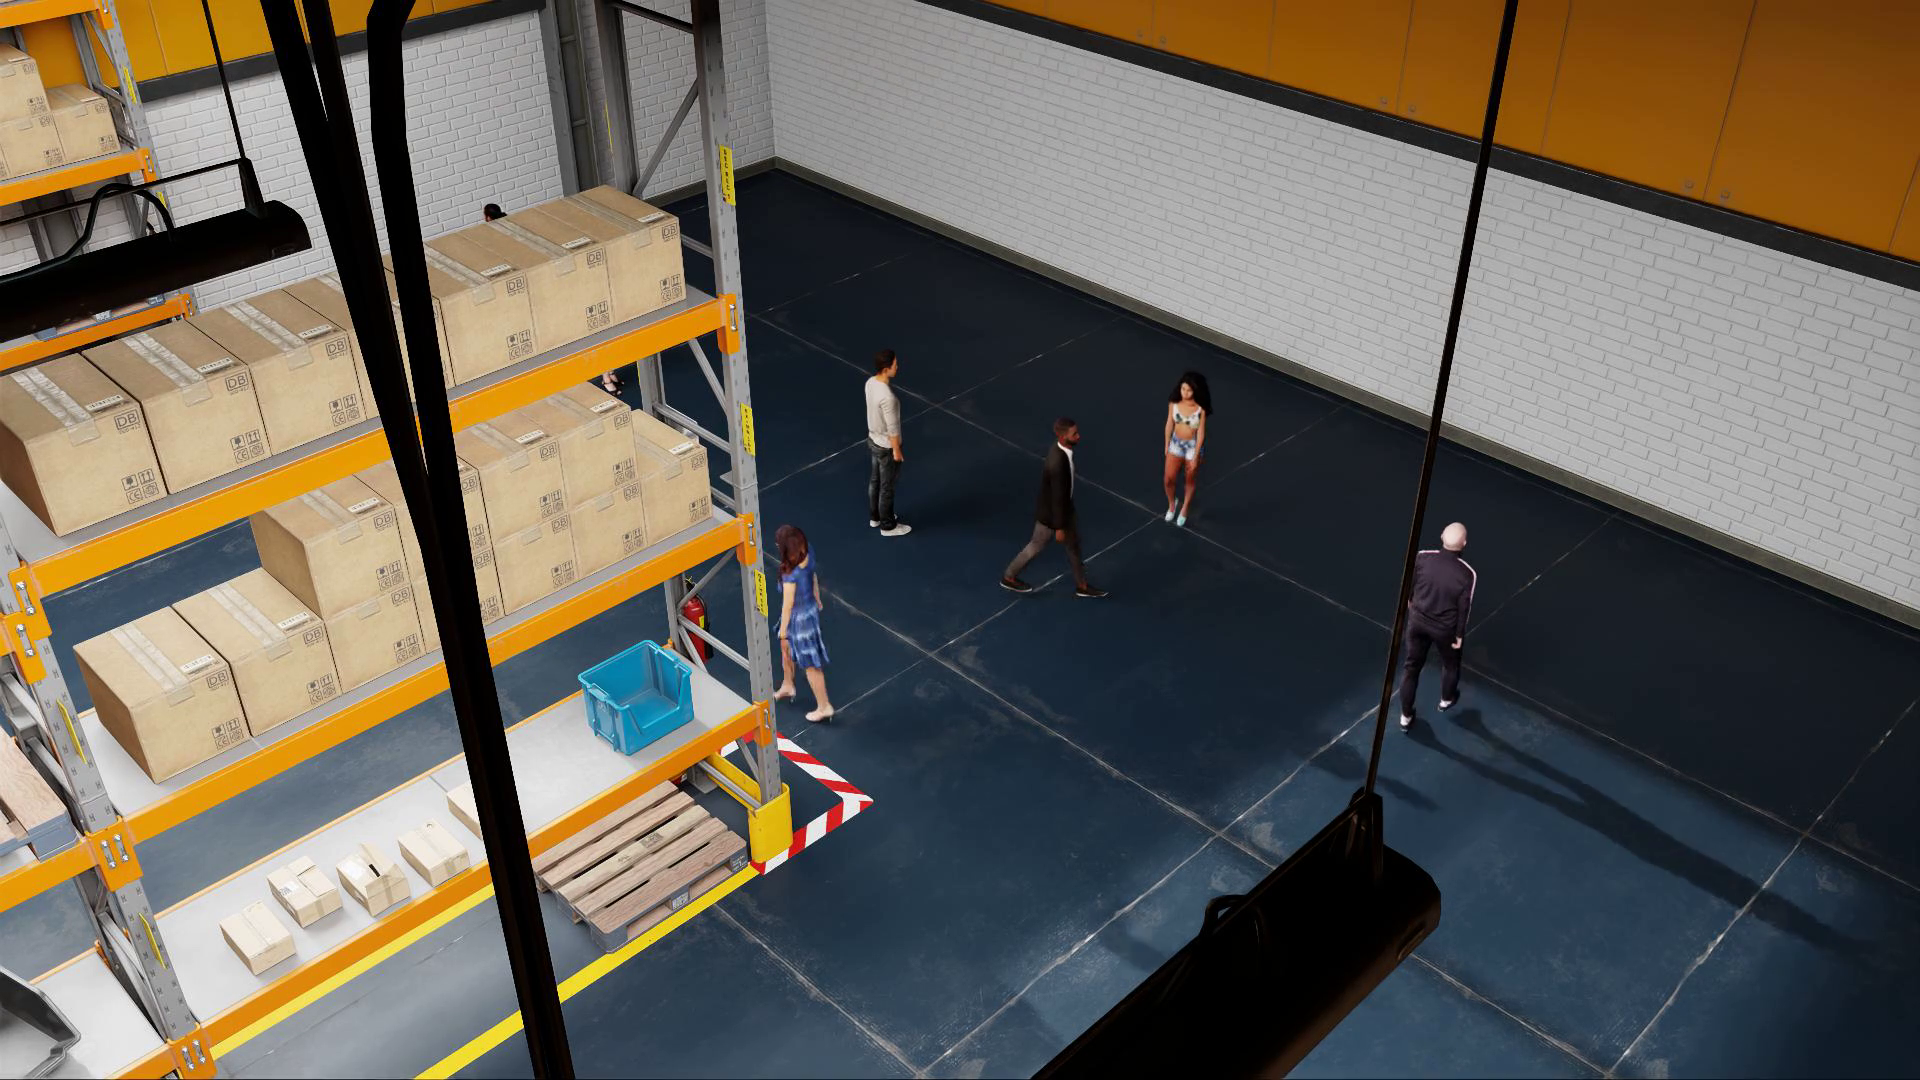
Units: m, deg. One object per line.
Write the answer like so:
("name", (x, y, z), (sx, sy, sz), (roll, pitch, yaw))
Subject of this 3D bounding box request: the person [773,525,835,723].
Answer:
("person", (-1.114, 0.664, 12.593), (0.948, 1.787, 0.911), (6, 34, 9))

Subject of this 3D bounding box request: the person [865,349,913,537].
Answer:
("person", (-0.689, -0.873, 14.889), (0.671, 1.806, 0.723), (-15, 36, -21))

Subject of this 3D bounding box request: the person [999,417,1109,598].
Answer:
("person", (0.717, -0.236, 13.981), (1.139, 1.750, 1.220), (6, 34, 9))

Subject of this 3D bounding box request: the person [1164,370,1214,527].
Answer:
("person", (2.078, -0.846, 15.027), (0.653, 1.609, 0.713), (15, 36, 21))

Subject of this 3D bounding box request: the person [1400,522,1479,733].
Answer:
("person", (3.529, 0.700, 12.513), (0.805, 1.816, 0.959), (18, 38, 25))
